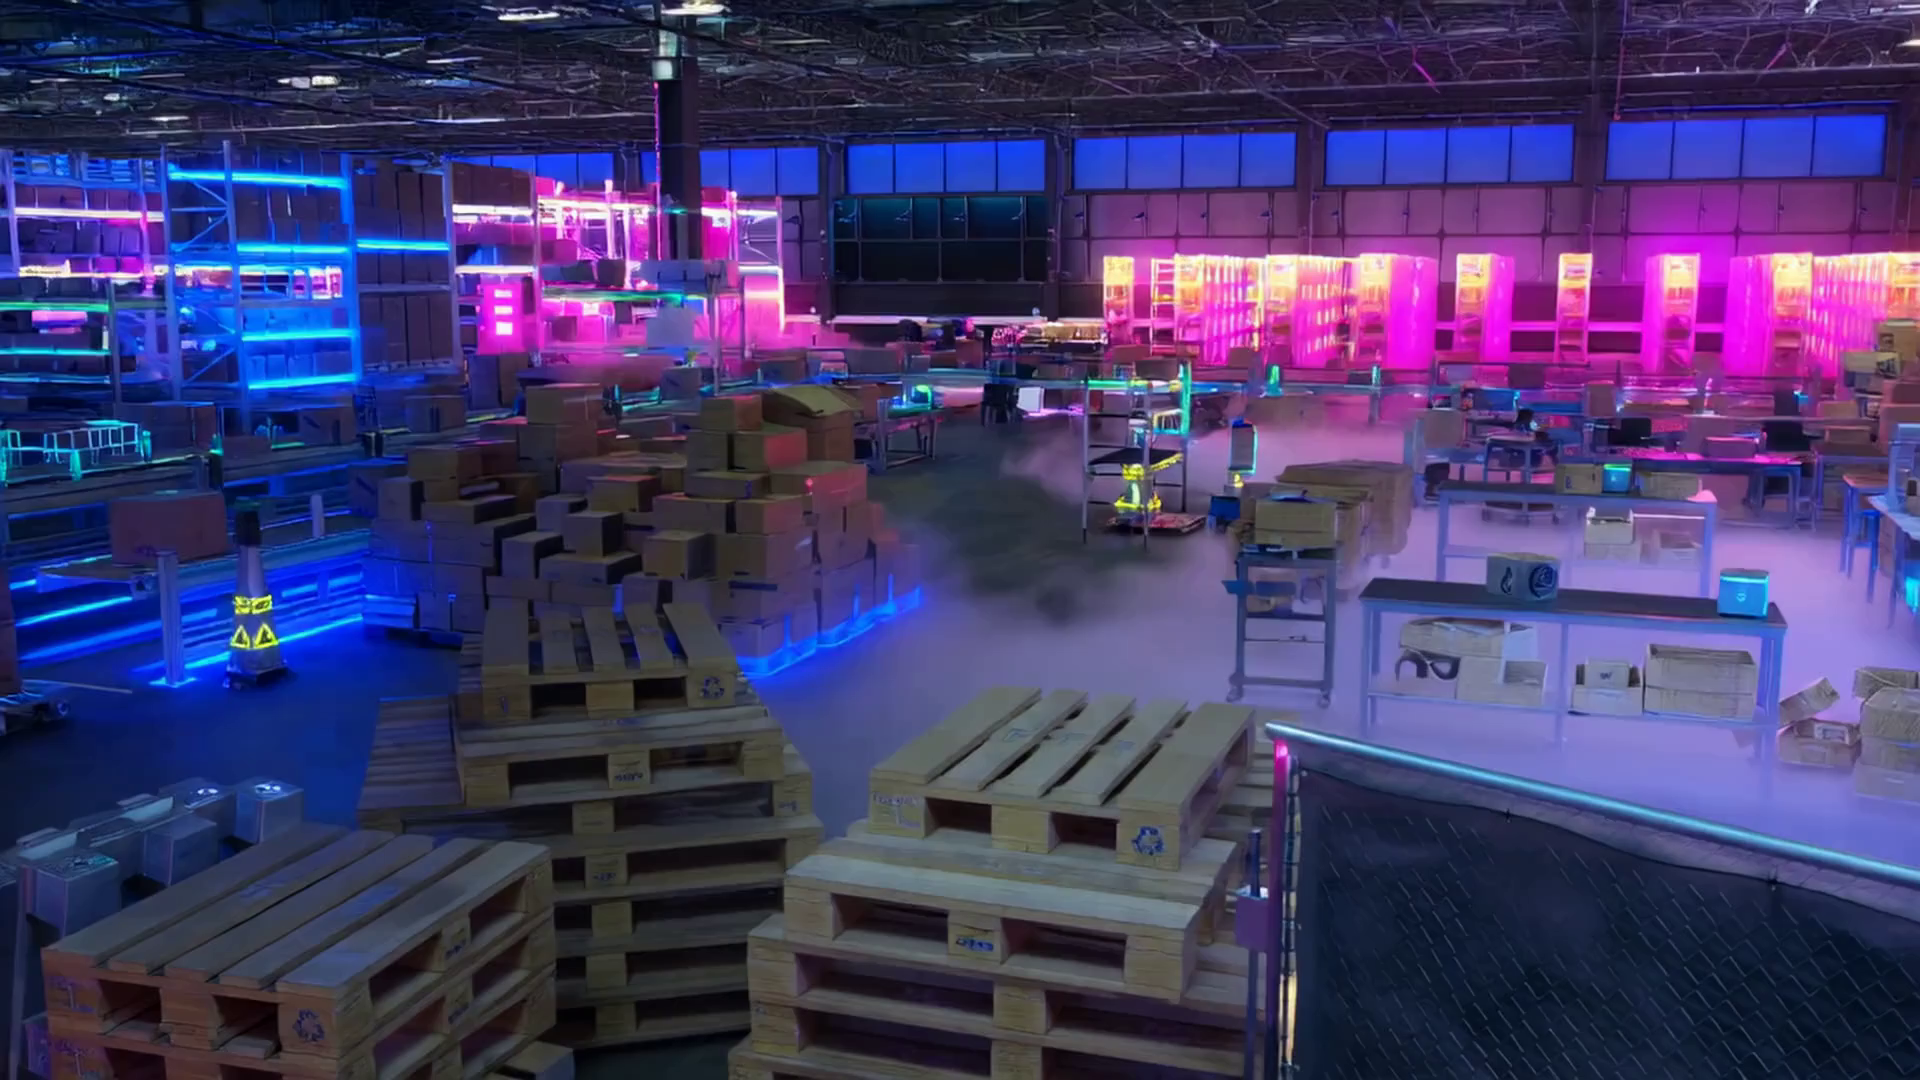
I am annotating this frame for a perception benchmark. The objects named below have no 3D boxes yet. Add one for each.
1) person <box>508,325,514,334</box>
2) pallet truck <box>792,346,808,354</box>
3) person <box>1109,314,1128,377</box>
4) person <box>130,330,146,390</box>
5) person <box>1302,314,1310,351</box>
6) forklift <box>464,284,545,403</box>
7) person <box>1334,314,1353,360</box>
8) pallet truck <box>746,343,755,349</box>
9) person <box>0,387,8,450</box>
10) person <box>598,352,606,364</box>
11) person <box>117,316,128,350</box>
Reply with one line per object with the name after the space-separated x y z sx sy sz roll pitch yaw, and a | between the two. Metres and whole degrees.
-11.305 -4.568 42.201 0.619 1.780 0.917 3 10 20 | person
-3.705 -4.298 42.022 0.653 1.274 1.630 3 10 20 | pallet truck
4.500 -5.437 47.173 0.634 1.935 0.439 6 11 33 | person
-21.324 -4.636 43.128 0.283 1.628 0.500 -1 9 -5 | person
12.369 -7.349 59.466 0.377 1.844 0.570 2 9 10 | person
-10.832 -4.702 39.610 1.129 2.768 1.873 3 10 20 | forklift
11.989 -6.143 51.938 0.598 1.830 0.403 8 12 39 | person
-6.183 -4.618 44.264 1.601 1.201 0.680 -9 12 -43 | pallet truck
-14.774 -1.841 25.624 0.502 1.610 0.683 5 10 28 | person
-10.952 -5.949 50.530 0.571 1.888 0.957 2 9 14 | person
-23.632 -5.339 46.740 0.642 1.894 1.043 4 10 22 | person
